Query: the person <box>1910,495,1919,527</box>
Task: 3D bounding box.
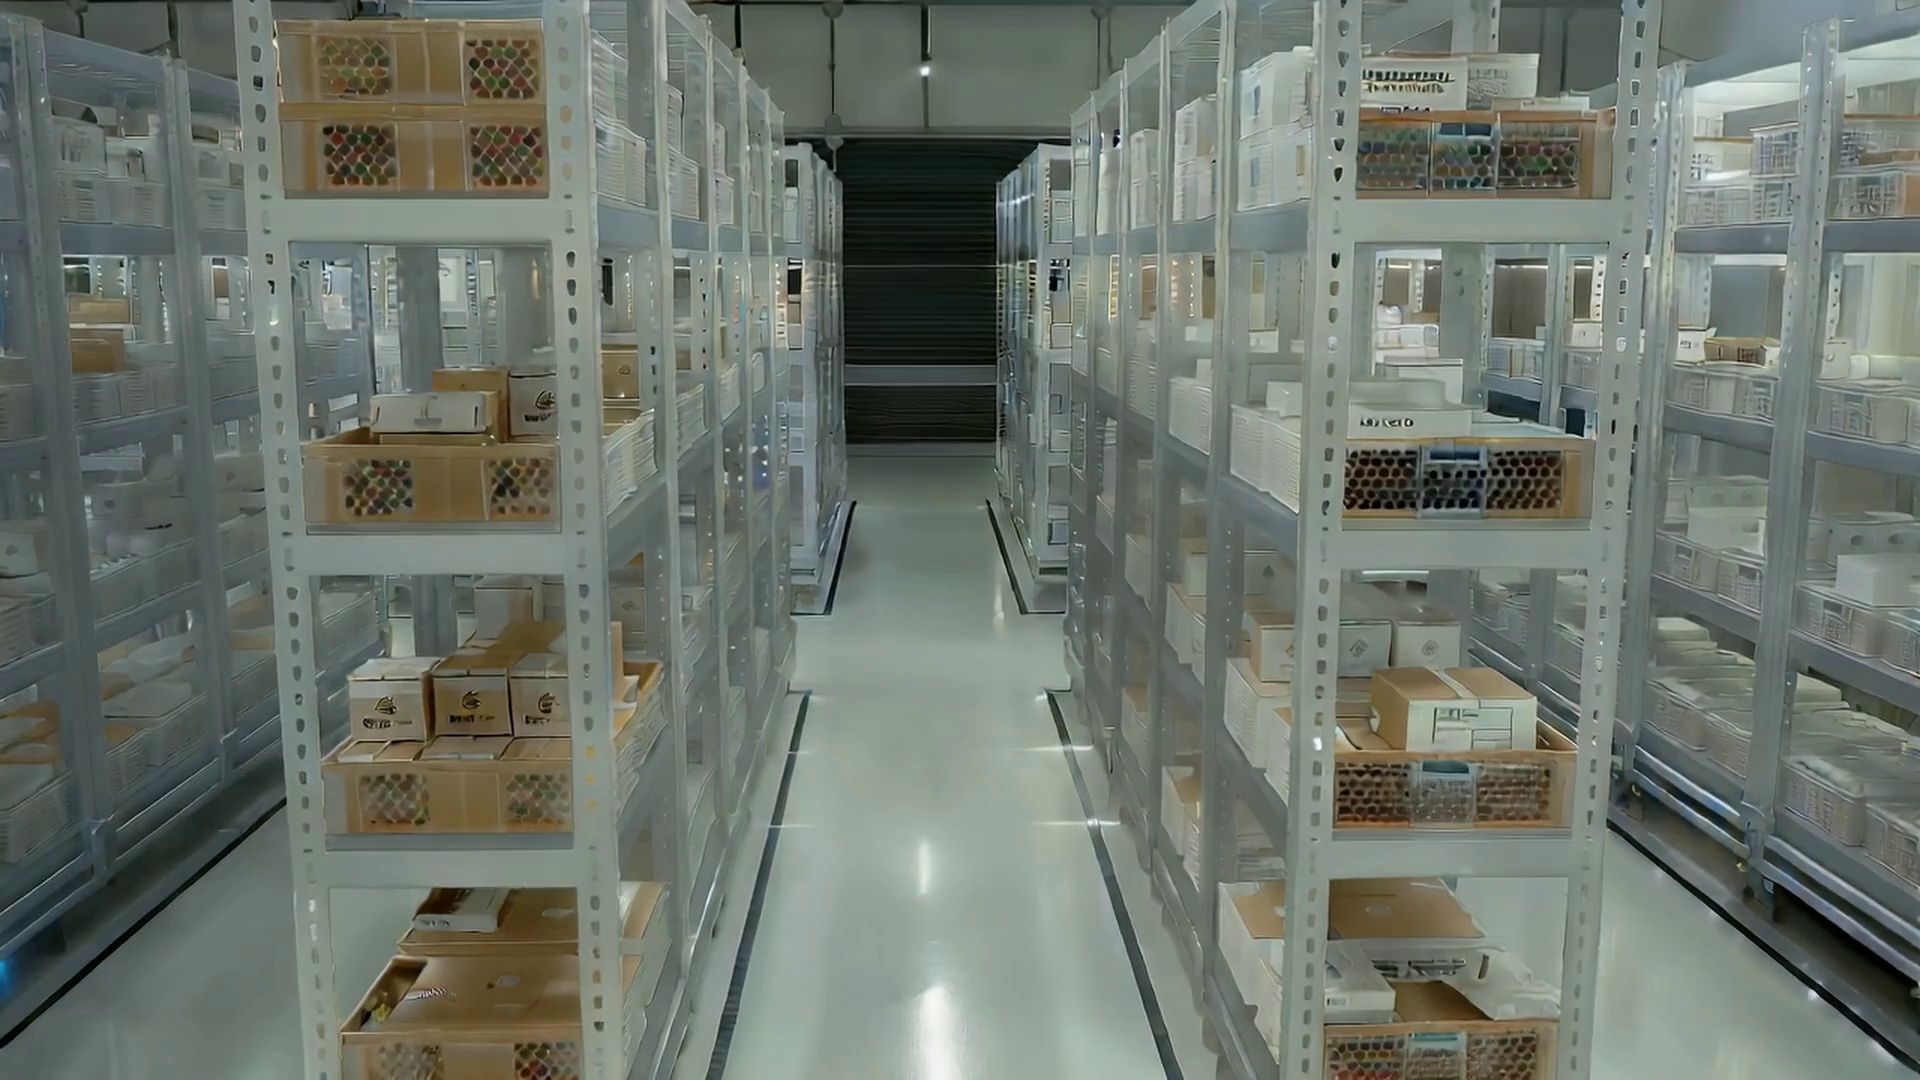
[{"bbox_3d":[7.291,-0.206,12.169,0.946,1.801,0.576,-4,10,-21],"label":"person"}]
